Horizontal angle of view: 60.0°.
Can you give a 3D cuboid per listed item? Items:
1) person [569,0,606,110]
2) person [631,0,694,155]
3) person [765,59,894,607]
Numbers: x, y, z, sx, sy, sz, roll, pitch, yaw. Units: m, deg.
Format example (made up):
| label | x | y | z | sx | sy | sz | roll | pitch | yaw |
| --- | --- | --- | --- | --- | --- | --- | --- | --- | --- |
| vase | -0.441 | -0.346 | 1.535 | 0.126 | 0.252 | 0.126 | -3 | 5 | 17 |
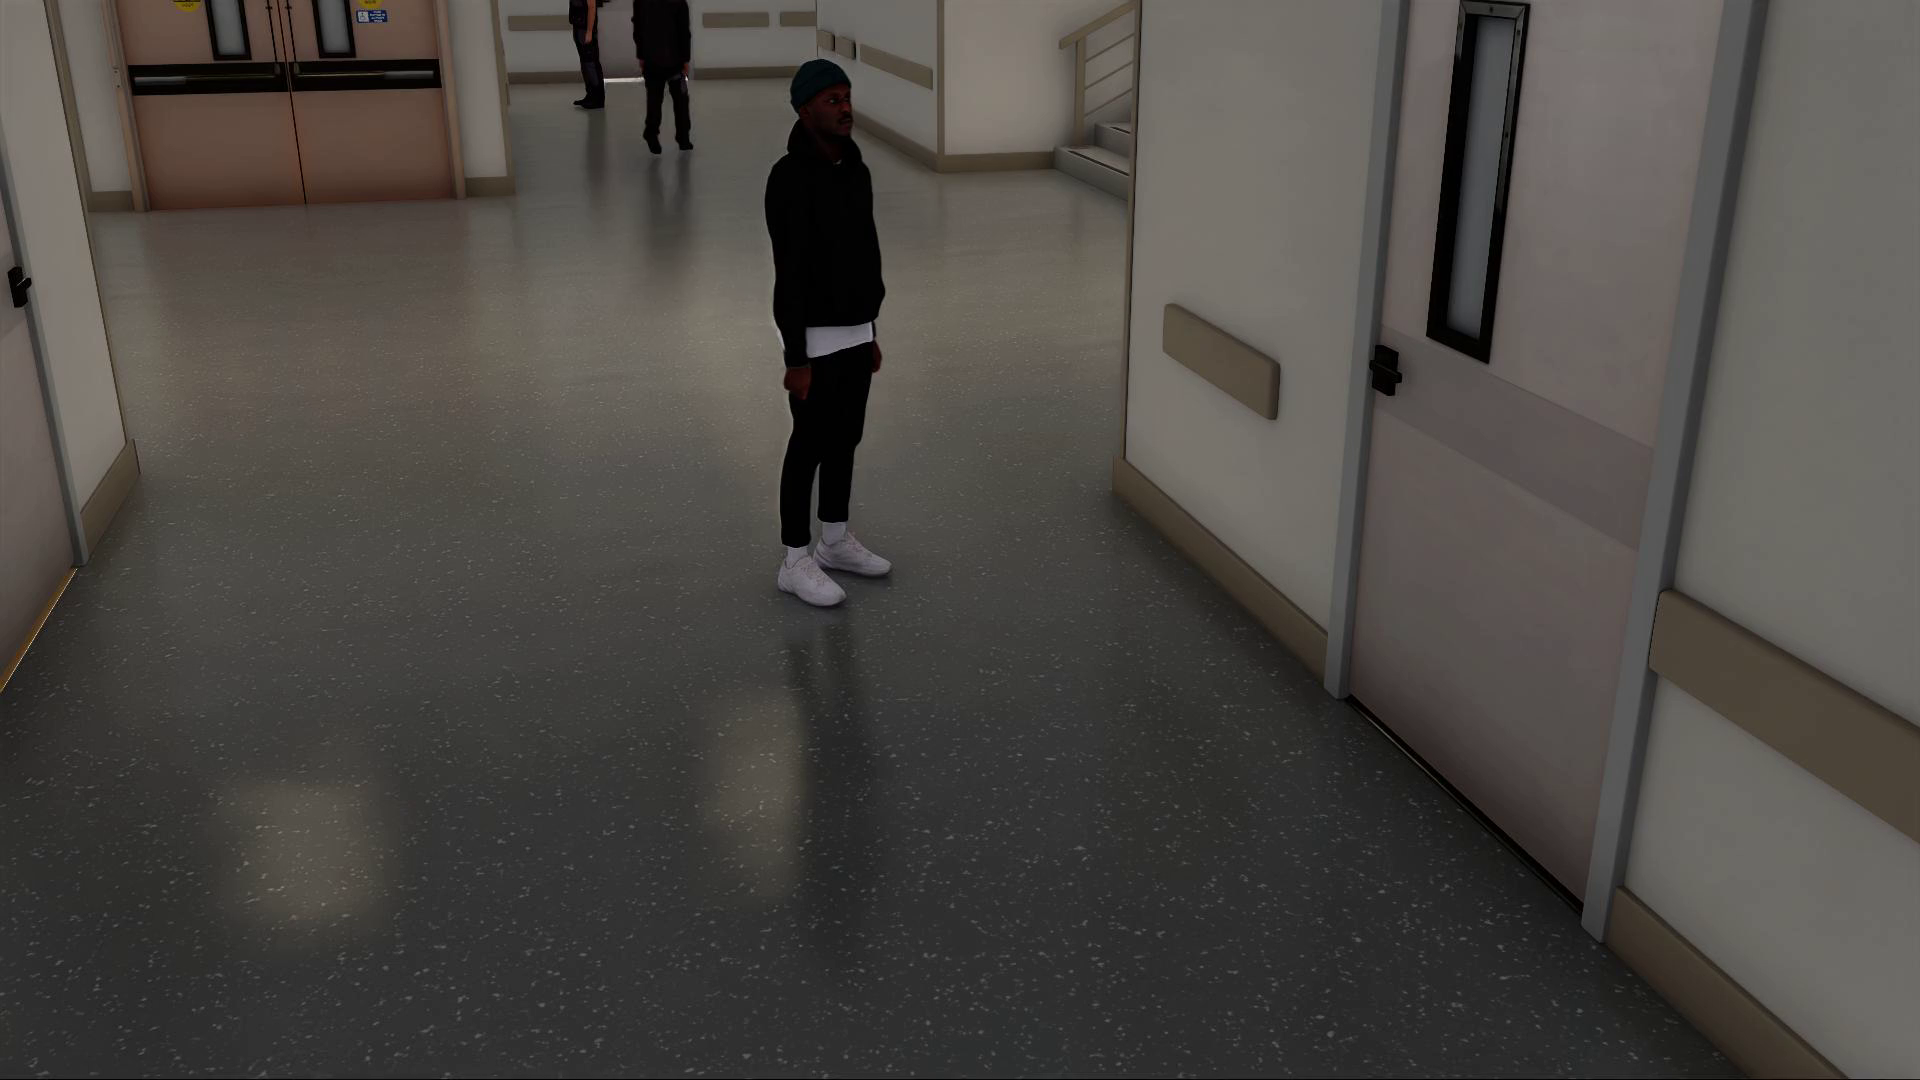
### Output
| label | x | y | z | sx | sy | sz | roll | pitch | yaw |
| --- | --- | --- | --- | --- | --- | --- | --- | --- | --- |
| person | -4.505 | -6.178 | 20.079 | 0.645 | 1.849 | 0.699 | -11 | 23 | -26 |
| person | -2.895 | -4.652 | 16.055 | 1.111 | 1.845 | 1.053 | 2 | 21 | 6 |
| person | -0.458 | -0.706 | 5.676 | 0.806 | 1.817 | 0.743 | 12 | 24 | 29 |
